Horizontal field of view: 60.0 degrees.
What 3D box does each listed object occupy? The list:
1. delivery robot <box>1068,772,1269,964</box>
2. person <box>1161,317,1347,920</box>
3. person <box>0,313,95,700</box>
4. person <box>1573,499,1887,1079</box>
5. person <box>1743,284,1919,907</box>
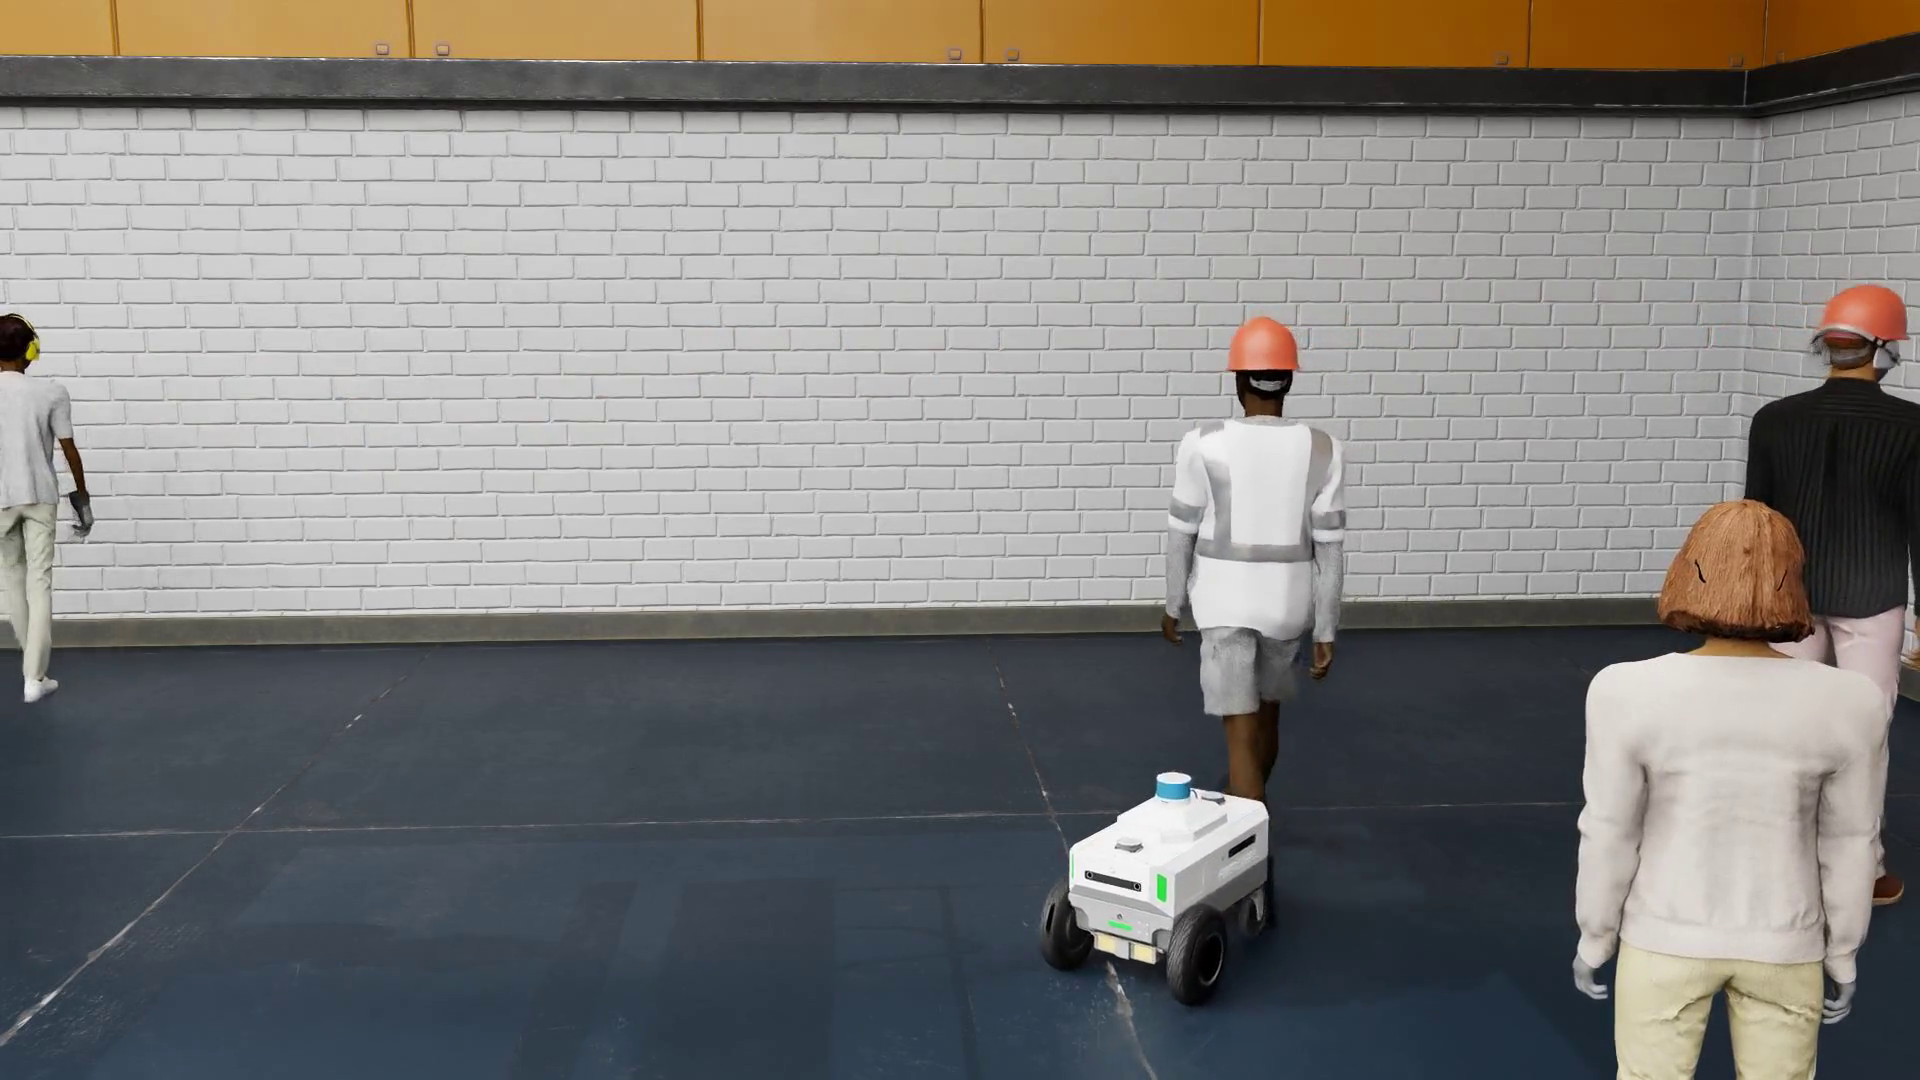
[{"bbox_3d":[0.624,0.928,4.888,0.477,0.478,0.707,6,11,35],"label":"delivery robot"},{"bbox_3d":[0.956,0.212,5.515,0.551,1.877,1.019,-1,9,-4],"label":"person"},{"bbox_3d":[-4.559,-0.183,8.171,0.538,1.831,0.888,-2,9,-13],"label":"person"},{"bbox_3d":[1.357,0.740,2.988,0.497,1.633,0.285,2,9,12],"label":"person"},{"bbox_3d":[2.840,0.181,5.366,0.393,1.992,0.621,-8,12,-42],"label":"person"}]
